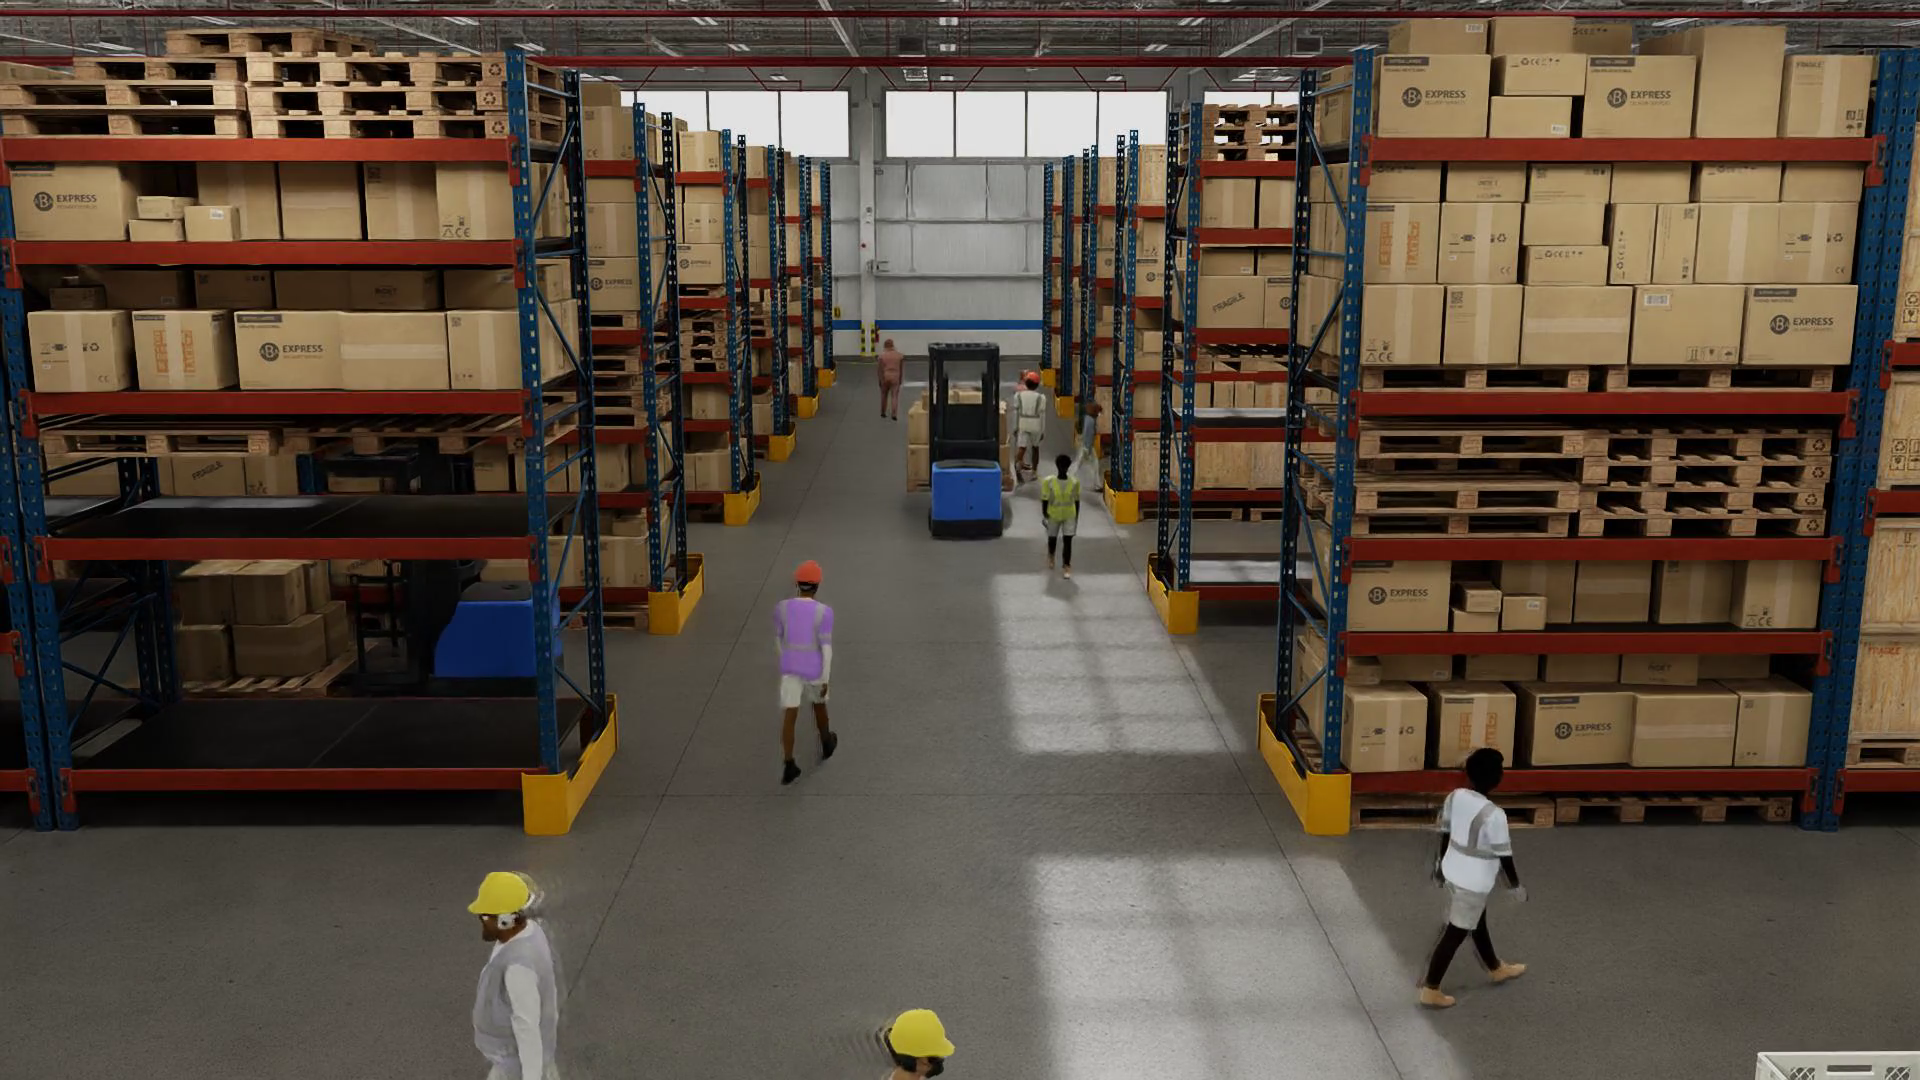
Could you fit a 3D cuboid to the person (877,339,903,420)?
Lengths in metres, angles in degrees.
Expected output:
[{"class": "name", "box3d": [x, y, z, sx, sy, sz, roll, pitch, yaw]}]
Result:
[{"class": "person", "box3d": [-1.640, -3.759, 38.879, 0.642, 1.853, 1.007, -2, 12, -11]}]

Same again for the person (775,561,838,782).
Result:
[{"class": "person", "box3d": [-1.355, 1.114, 14.659, 0.558, 1.876, 1.012, 2, 12, 10]}]

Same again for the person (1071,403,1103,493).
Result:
[{"class": "person", "box3d": [2.224, -1.609, 28.916, 0.684, 1.585, 0.534, -1, 11, -7]}]

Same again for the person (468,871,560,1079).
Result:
[{"class": "person", "box3d": [-2.134, 2.465, 8.199, 0.922, 1.795, 0.613, -2, 12, -10]}]

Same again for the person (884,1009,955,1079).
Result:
[{"class": "person", "box3d": [-0.141, 2.752, 6.854, 0.554, 1.745, 0.555, 1, 11, 5]}]

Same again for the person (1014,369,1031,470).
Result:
[{"class": "person", "box3d": [1.219, -2.281, 31.470, 0.396, 1.899, 0.639, -1, 11, -3]}]

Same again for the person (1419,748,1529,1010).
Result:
[{"class": "person", "box3d": [3.234, 2.096, 10.341, 0.849, 1.652, 0.549, -2, 12, -12]}]

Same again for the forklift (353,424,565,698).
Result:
[{"class": "forklift", "box3d": [-5.090, 0.182, 16.796, 1.873, 2.768, 1.129, 0, 11, -1]}]

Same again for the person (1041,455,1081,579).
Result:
[{"class": "person", "box3d": [1.353, -0.327, 22.288, 0.545, 1.683, 0.439, -1, 11, -4]}]

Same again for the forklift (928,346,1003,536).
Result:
[{"class": "forklift", "box3d": [0.077, -1.557, 25.419, 1.129, 2.768, 1.873, 0, 11, -2]}]

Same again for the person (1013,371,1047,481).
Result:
[{"class": "person", "box3d": [1.245, -2.028, 29.904, 0.636, 2.014, 0.797, 4, 12, 17]}]
